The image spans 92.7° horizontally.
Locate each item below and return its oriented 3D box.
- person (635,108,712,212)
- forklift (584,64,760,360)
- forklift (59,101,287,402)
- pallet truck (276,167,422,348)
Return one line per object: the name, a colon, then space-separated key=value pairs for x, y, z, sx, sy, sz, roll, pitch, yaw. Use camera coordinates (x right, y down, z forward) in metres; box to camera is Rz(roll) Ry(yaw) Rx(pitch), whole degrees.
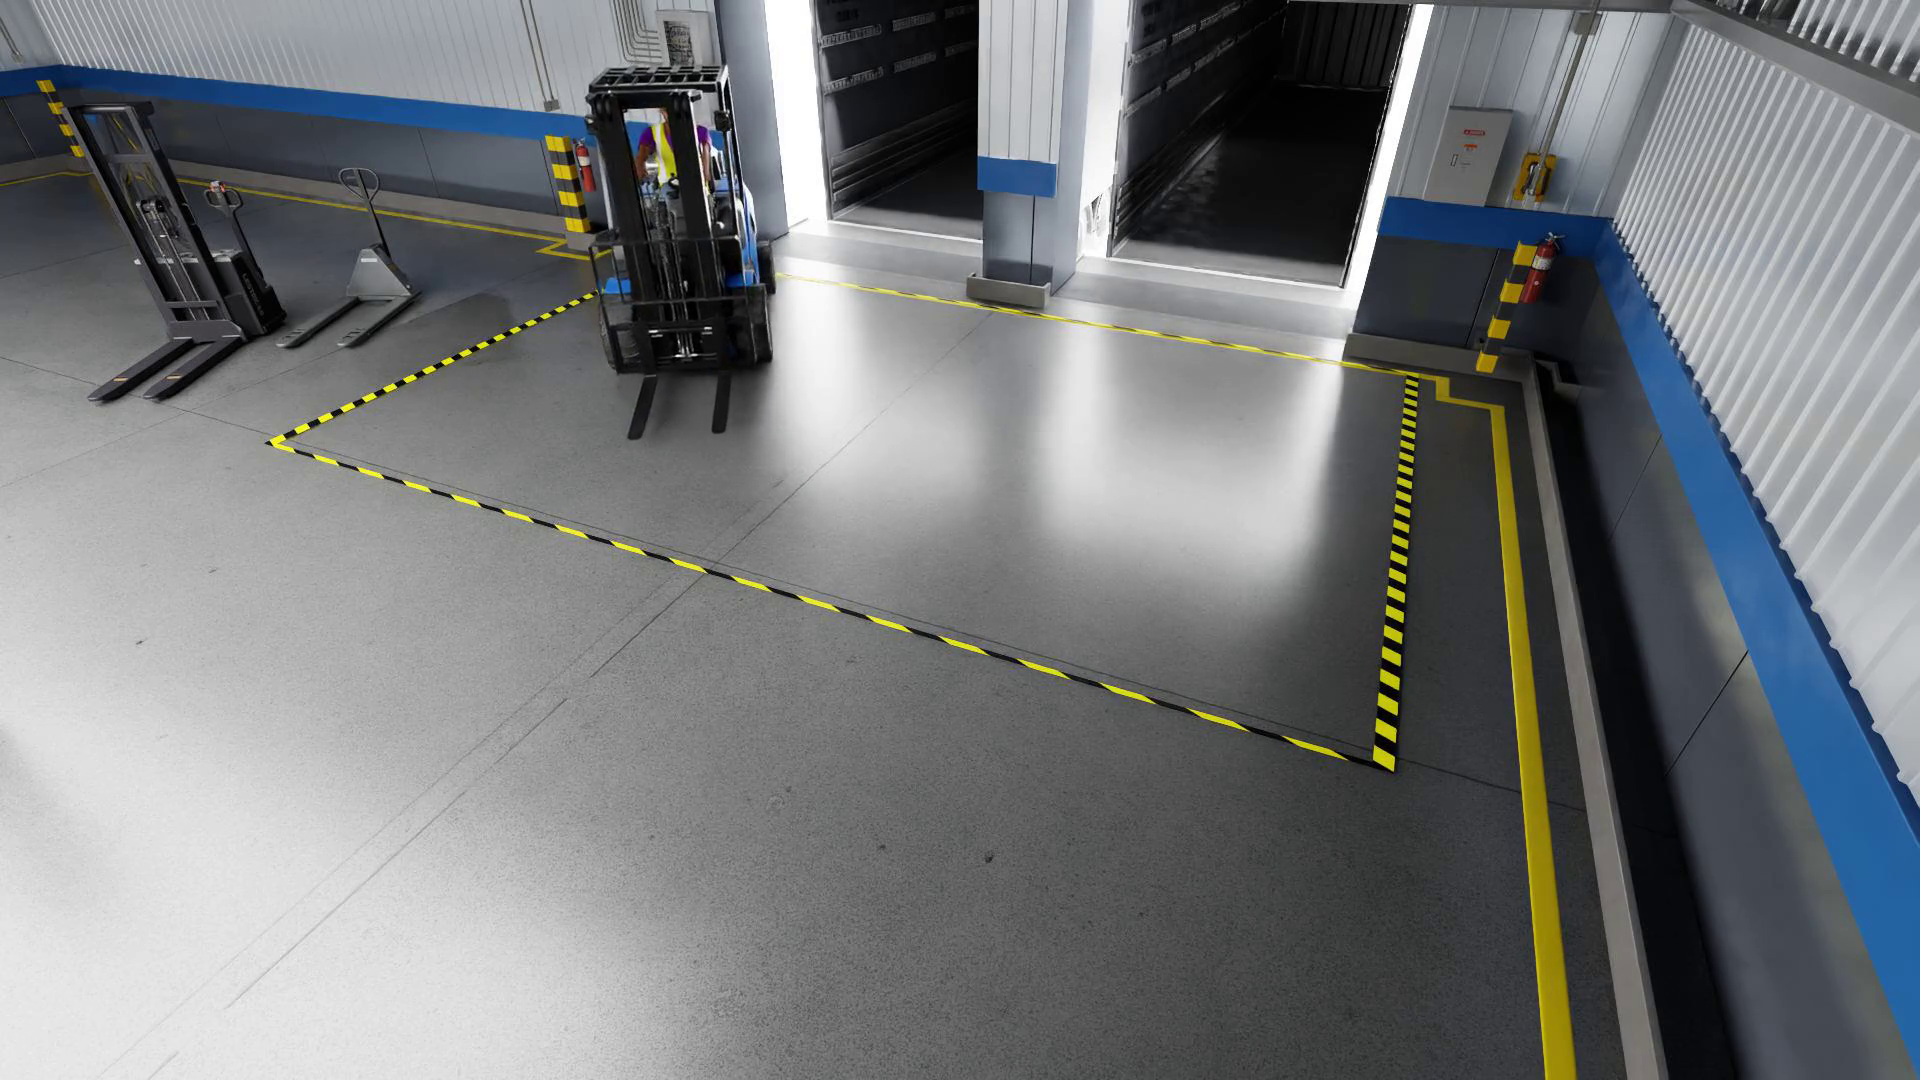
person: x=-2.406 y=-3.046 z=7.740 sx=0.635 sy=1.294 sz=1.004 roll=-5 pitch=35 yaw=-7
forklift: x=-2.408 y=-2.927 z=7.897 sx=1.157 sy=2.036 sz=2.680 roll=-5 pitch=35 yaw=-7
forklift: x=-6.686 y=-2.387 z=7.434 sx=0.823 sy=1.965 sz=1.885 roll=-3 pitch=35 yaw=-5
pallet truck: x=-5.732 y=-2.611 z=8.414 sx=0.680 sy=1.201 sz=1.601 roll=-1 pitch=35 yaw=-1
